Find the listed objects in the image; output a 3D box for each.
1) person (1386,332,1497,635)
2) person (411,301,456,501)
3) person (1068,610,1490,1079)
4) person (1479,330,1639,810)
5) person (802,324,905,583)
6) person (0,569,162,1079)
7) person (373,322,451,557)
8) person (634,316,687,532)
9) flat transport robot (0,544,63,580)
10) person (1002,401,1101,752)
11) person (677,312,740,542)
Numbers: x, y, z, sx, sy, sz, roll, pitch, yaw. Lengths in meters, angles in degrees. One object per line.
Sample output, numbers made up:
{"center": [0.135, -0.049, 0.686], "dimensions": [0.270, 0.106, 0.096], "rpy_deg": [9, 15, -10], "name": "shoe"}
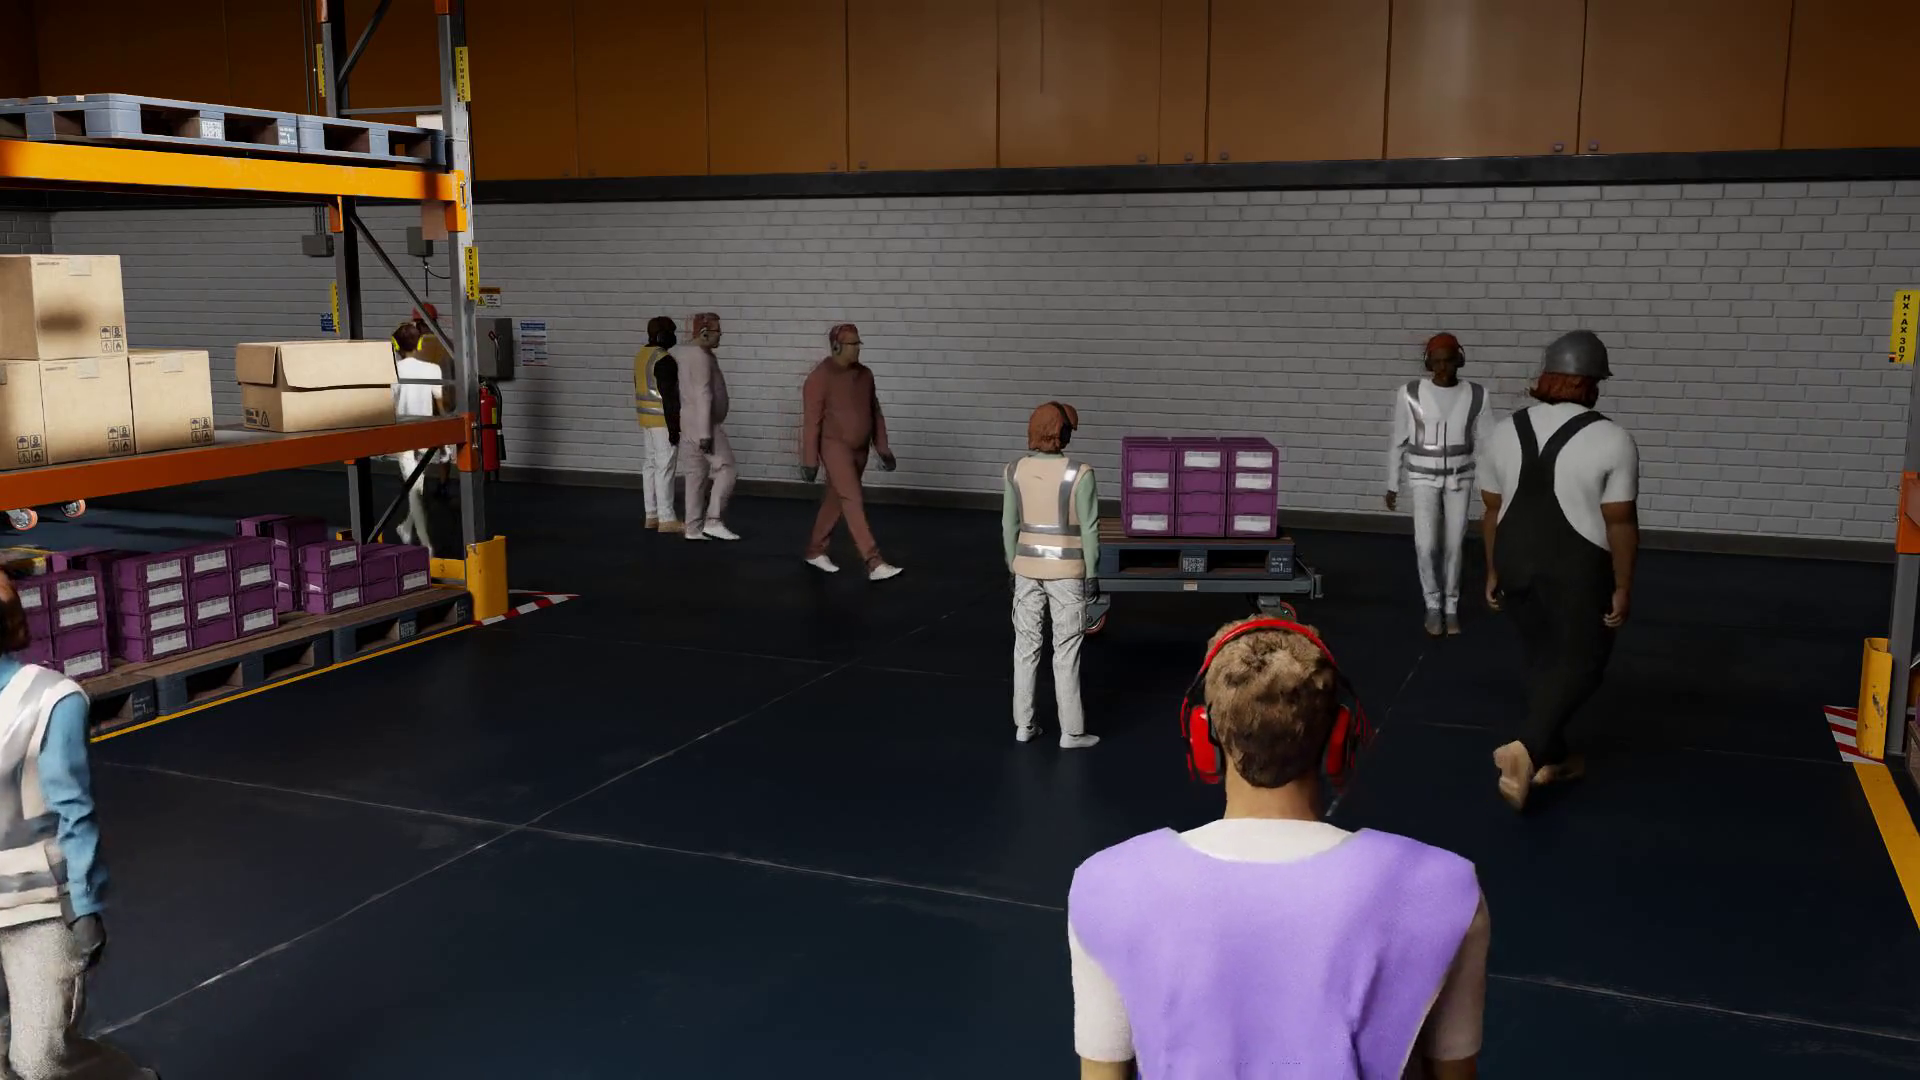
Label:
{"center": [2.973, -0.330, 10.150], "dimensions": [0.716, 1.865, 0.518], "rpy_deg": [1, 9, 7], "name": "person"}
{"center": [-5.096, -1.327, 16.024], "dimensions": [0.565, 1.927, 0.452], "rpy_deg": [-7, 12, -36], "name": "person"}
{"center": [0.428, 1.000, 2.310], "dimensions": [0.573, 1.805, 0.951], "rpy_deg": [3, 10, 16], "name": "person"}
{"center": [2.490, 0.107, 6.992], "dimensions": [0.847, 2.000, 0.687], "rpy_deg": [-7, 12, -38], "name": "person"}
{"center": [-0.803, -0.634, 12.060], "dimensions": [1.035, 1.849, 0.651], "rpy_deg": [6, 11, 34], "name": "person"}
{"center": [-2.166, 0.834, 3.842], "dimensions": [0.529, 1.622, 0.464], "rpy_deg": [2, 10, 13], "name": "person"}
{"center": [-4.365, -0.800, 13.152], "dimensions": [0.551, 1.817, 0.961], "rpy_deg": [-7, 12, -37], "name": "person"}
{"center": [-2.542, -0.991, 14.246], "dimensions": [0.429, 1.842, 0.636], "rpy_deg": [-6, 11, -31], "name": "person"}
{"center": [-6.884, 0.240, 11.531], "dimensions": [0.652, 0.197, 1.431], "rpy_deg": [5, 11, 26], "name": "flat transport robot"}
{"center": [0.429, 0.172, 7.809], "dimensions": [0.512, 1.642, 0.311], "rpy_deg": [6, 11, 33], "name": "person"}
{"center": [-2.034, -0.911, 13.609], "dimensions": [0.506, 1.891, 0.678], "rpy_deg": [-4, 10, -22], "name": "person"}
